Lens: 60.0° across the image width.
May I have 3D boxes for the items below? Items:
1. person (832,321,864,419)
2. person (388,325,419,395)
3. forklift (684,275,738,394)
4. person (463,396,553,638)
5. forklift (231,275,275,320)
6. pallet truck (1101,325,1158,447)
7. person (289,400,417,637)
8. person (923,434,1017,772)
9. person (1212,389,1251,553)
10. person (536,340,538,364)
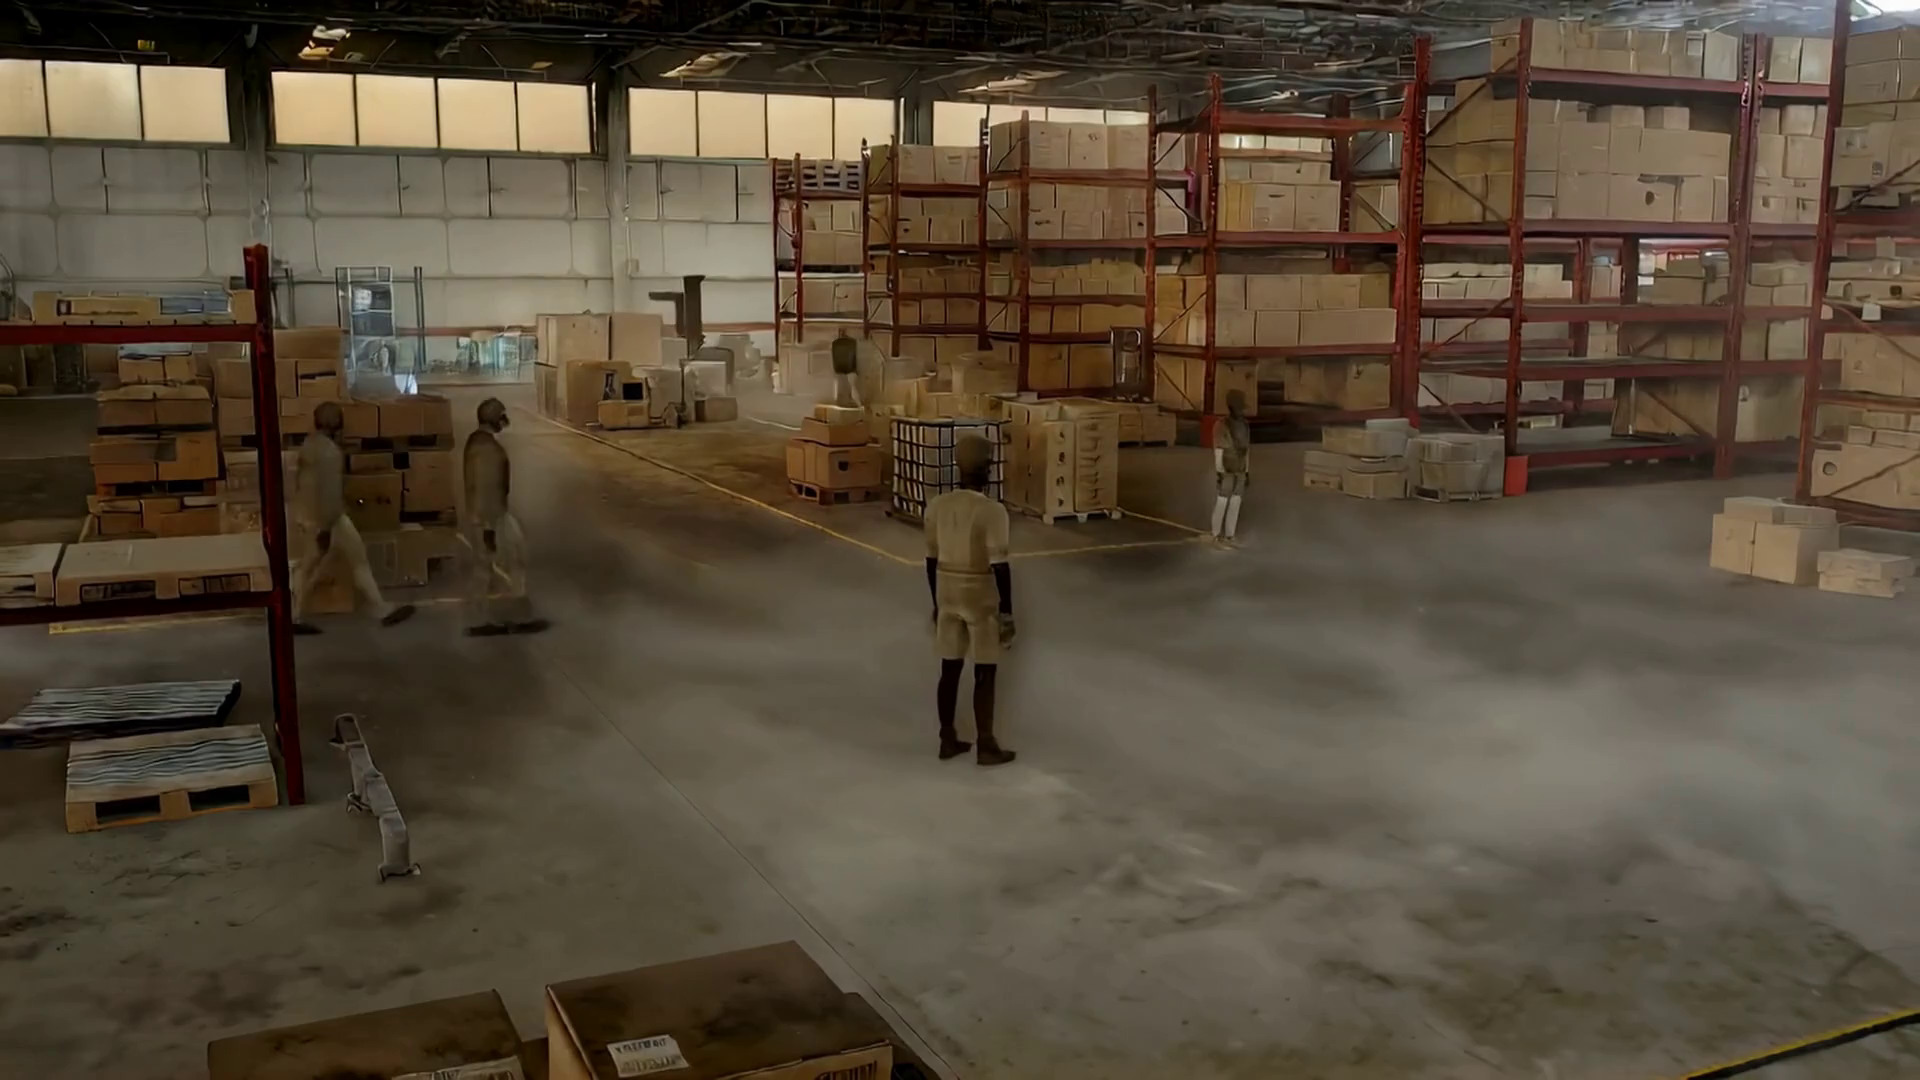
[{"bbox_3d":[-2.227,-3.302,32.511,0.620,1.947,1.047,-6,11,-35],"label":"person"},{"bbox_3d":[-11.066,-3.348,33.088,0.625,1.839,0.430,-8,12,-41],"label":"person"},{"bbox_3d":[-6.180,-4.783,38.760,1.873,2.768,1.129,-1,9,-4],"label":"forklift"},{"bbox_3d":[-3.599,-0.184,13.203,0.758,1.917,0.634,-6,11,-33],"label":"person"},{"bbox_3d":[-16.725,-4.902,39.503,1.129,2.768,1.873,-4,10,-25],"label":"forklift"},{"bbox_3d":[2.881,-2.596,27.923,0.823,1.965,1.885,-1,9,-7],"label":"pallet truck"},{"bbox_3d":[-4.966,-0.177,13.279,1.057,1.872,0.630,-7,12,-38],"label":"person"},{"bbox_3d":[0.067,0.362,9.669,0.607,1.966,0.367,7,12,37],"label":"person"},{"bbox_3d":[2.816,-0.718,17.201,0.540,1.695,0.317,-8,12,-41],"label":"person"},{"bbox_3d":[-9.588,-4.274,38.704,0.567,1.883,1.014,-1,9,-7],"label":"person"}]
